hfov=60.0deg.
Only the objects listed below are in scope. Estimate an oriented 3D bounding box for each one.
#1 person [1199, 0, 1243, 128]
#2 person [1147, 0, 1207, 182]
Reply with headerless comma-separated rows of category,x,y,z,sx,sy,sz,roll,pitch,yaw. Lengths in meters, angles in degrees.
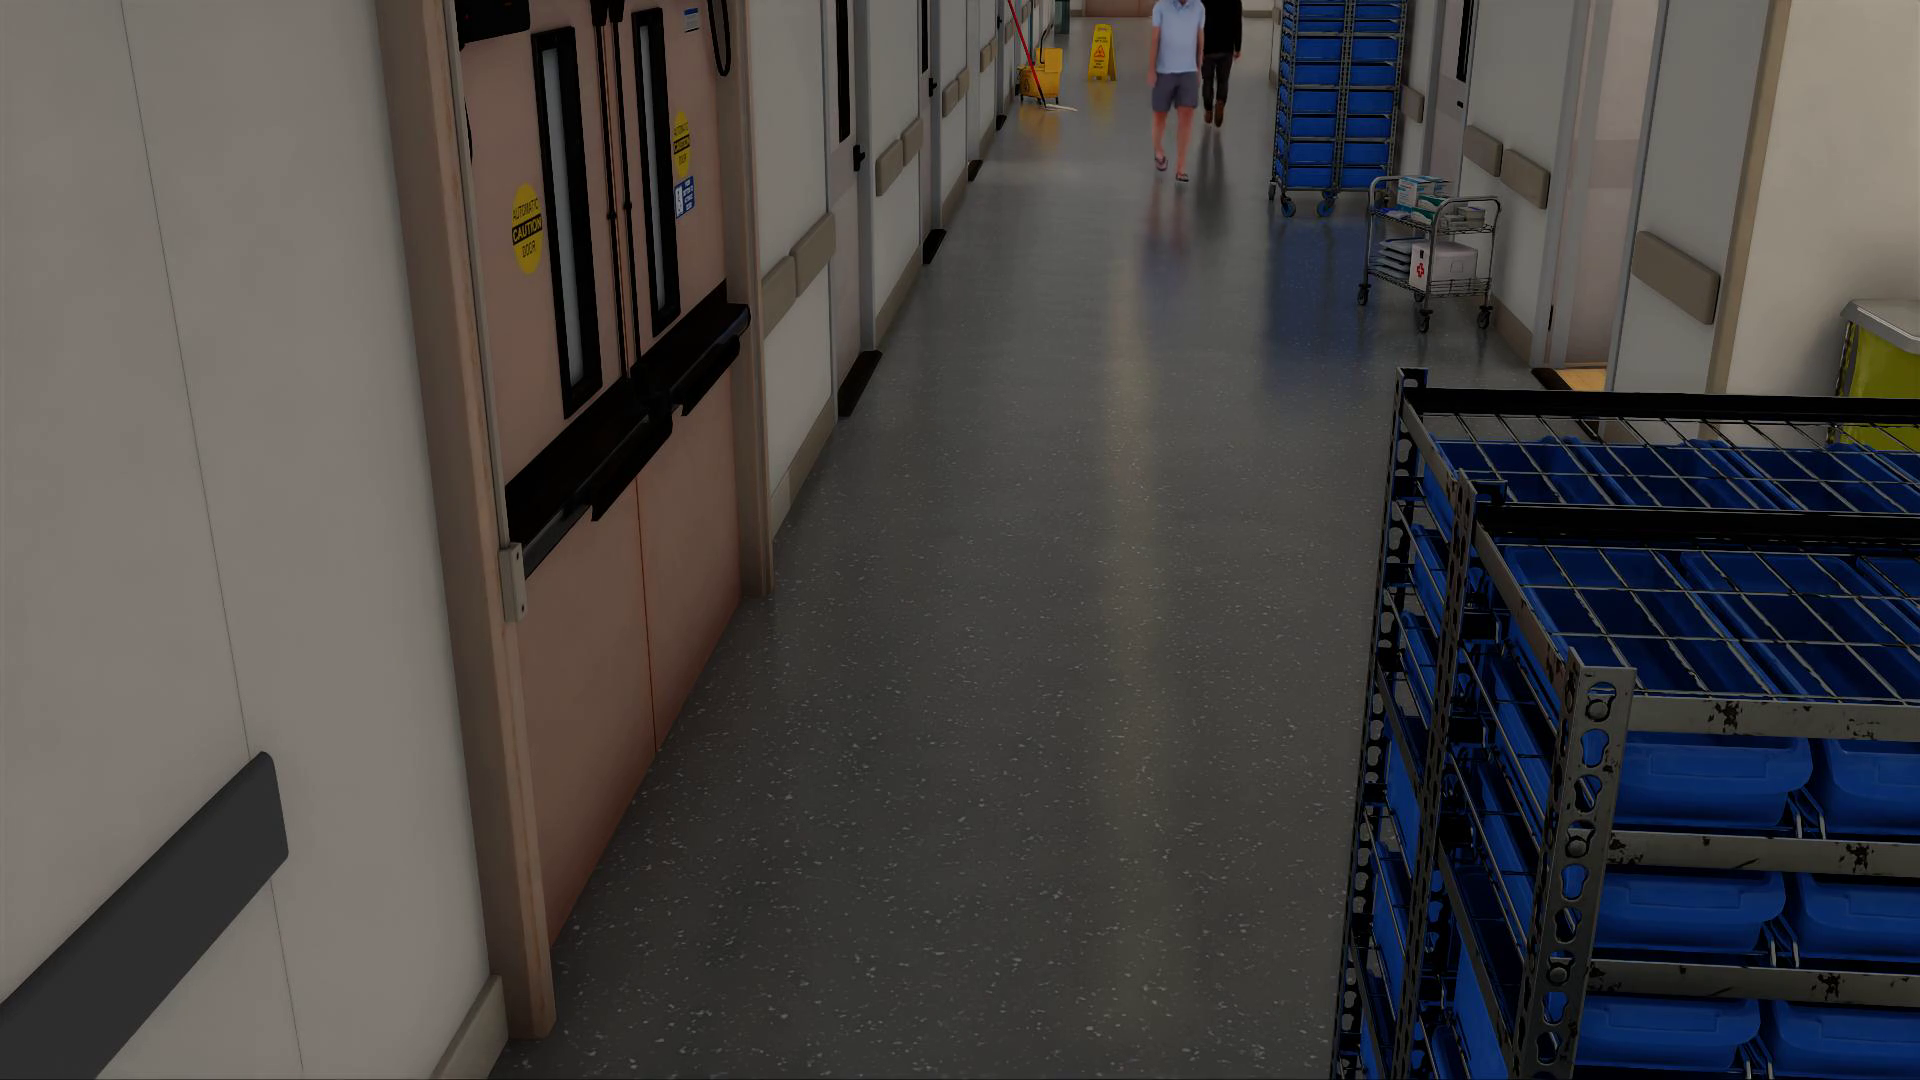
person,2.804,-5.370,18.116,0.641,1.701,0.996,2,21,6
person,1.871,-4.083,14.571,0.719,1.805,1.124,0,21,-1
